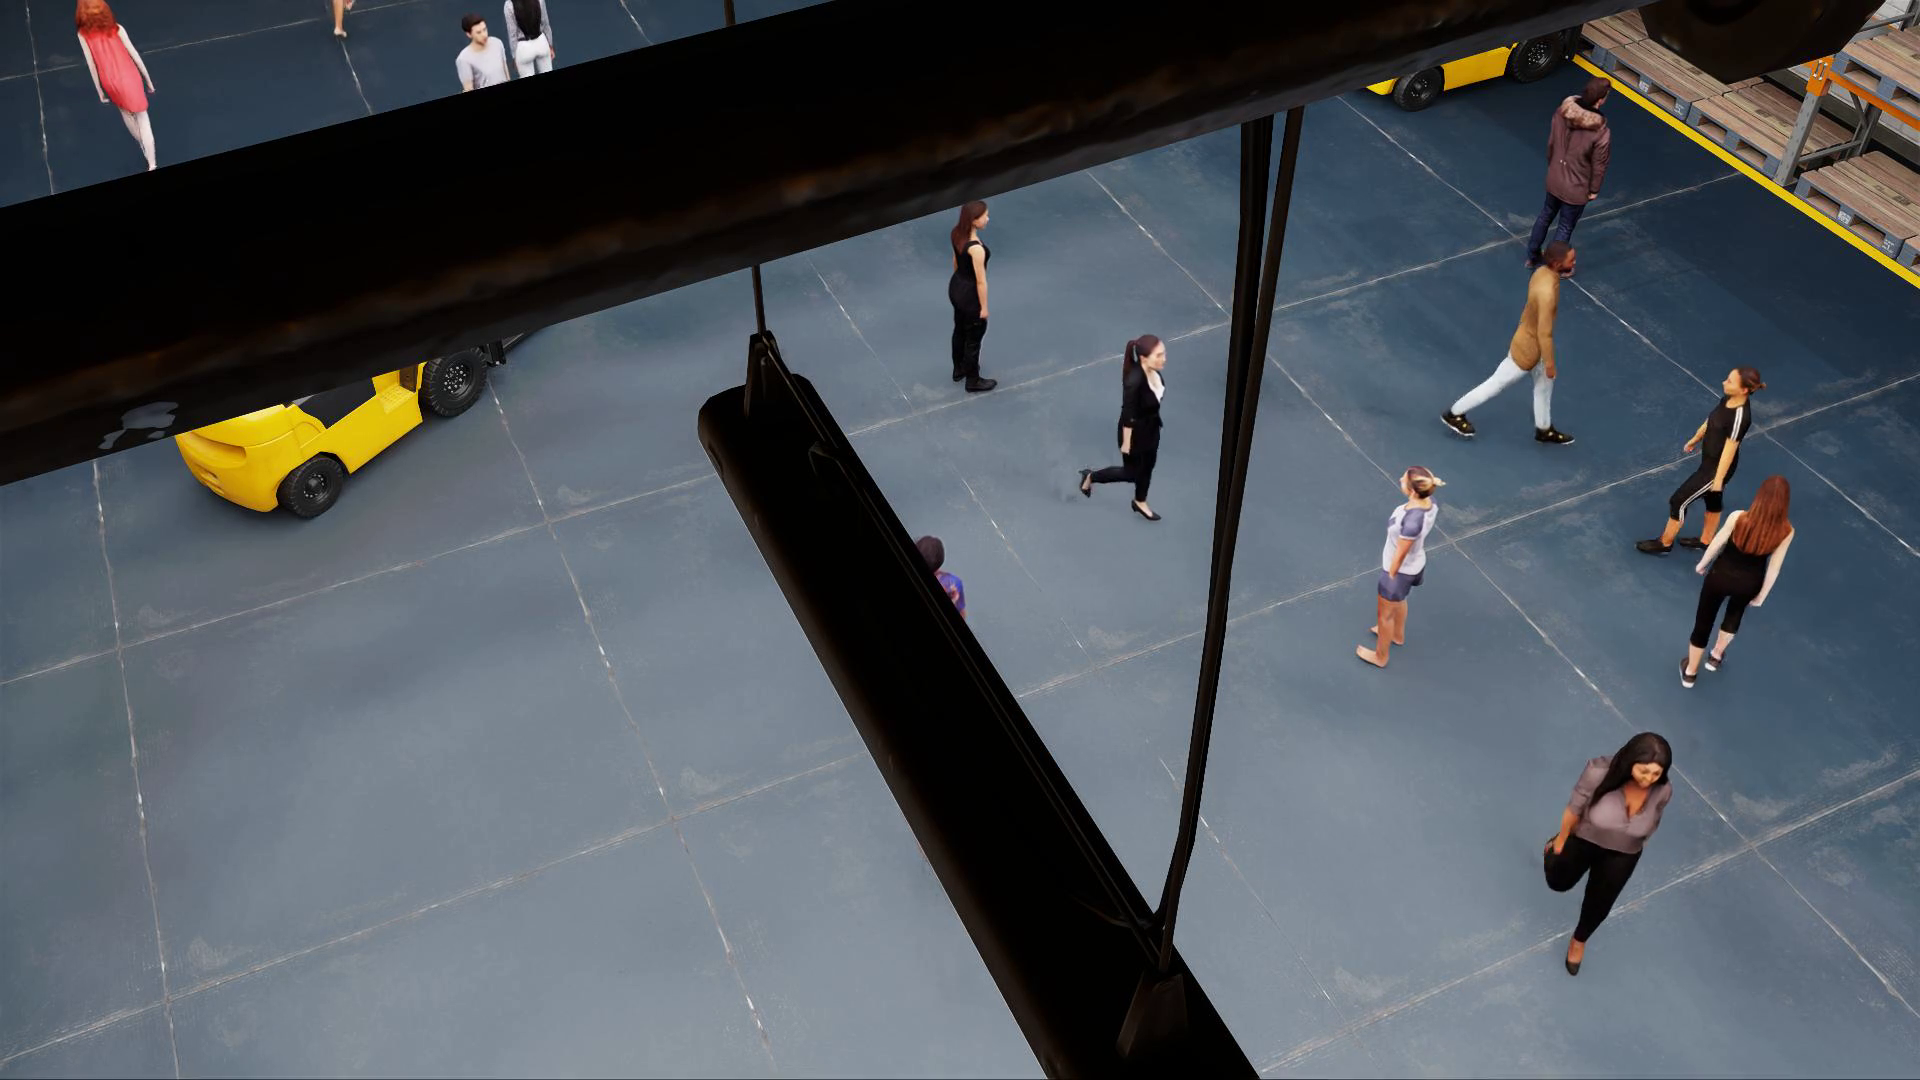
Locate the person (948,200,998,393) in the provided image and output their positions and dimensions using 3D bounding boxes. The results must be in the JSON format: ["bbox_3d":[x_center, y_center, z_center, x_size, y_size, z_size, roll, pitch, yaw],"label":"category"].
[{"bbox_3d":[0.071,-1.908,12.988,0.636,1.687,0.490,-19,47,-19],"label":"person"}]

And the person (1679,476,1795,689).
[{"bbox_3d":[4.935,0.321,10.629,0.744,1.714,0.804,13,45,13],"label":"person"}]

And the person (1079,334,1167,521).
[{"bbox_3d":[1.200,-0.800,11.854,0.981,1.647,0.883,19,47,19],"label":"person"}]

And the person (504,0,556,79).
[{"bbox_3d":[-4.067,-4.624,15.812,0.645,1.724,0.581,-29,51,-27],"label":"person"}]

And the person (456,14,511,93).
[{"bbox_3d":[-4.250,-3.887,14.950,0.929,1.846,0.861,30,51,28],"label":"person"}]

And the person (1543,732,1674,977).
[{"bbox_3d":[3.514,1.619,9.189,1.008,1.819,1.106,10,44,10],"label":"person"}]

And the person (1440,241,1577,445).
[{"bbox_3d":[4.154,-1.432,12.427,1.251,1.772,1.196,13,45,13],"label":"person"}]

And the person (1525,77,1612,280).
[{"bbox_3d":[5.172,-3.067,14.088,0.832,1.847,0.631,-22,48,-21],"label":"person"}]

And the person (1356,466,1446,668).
[{"bbox_3d":[2.894,0.171,10.854,0.667,1.620,0.641,24,49,23],"label":"person"}]

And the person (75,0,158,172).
[{"bbox_3d":[-7.640,-4.093,15.198,0.759,1.802,1.059,-7,44,-8],"label":"person"}]

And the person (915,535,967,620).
[{"bbox_3d":[-0.176,0.624,10.291,0.667,1.741,0.681,5,44,5],"label":"person"}]

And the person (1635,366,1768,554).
[{"bbox_3d":[5.343,-0.521,11.559,0.905,1.650,0.843,16,46,16],"label":"person"}]
